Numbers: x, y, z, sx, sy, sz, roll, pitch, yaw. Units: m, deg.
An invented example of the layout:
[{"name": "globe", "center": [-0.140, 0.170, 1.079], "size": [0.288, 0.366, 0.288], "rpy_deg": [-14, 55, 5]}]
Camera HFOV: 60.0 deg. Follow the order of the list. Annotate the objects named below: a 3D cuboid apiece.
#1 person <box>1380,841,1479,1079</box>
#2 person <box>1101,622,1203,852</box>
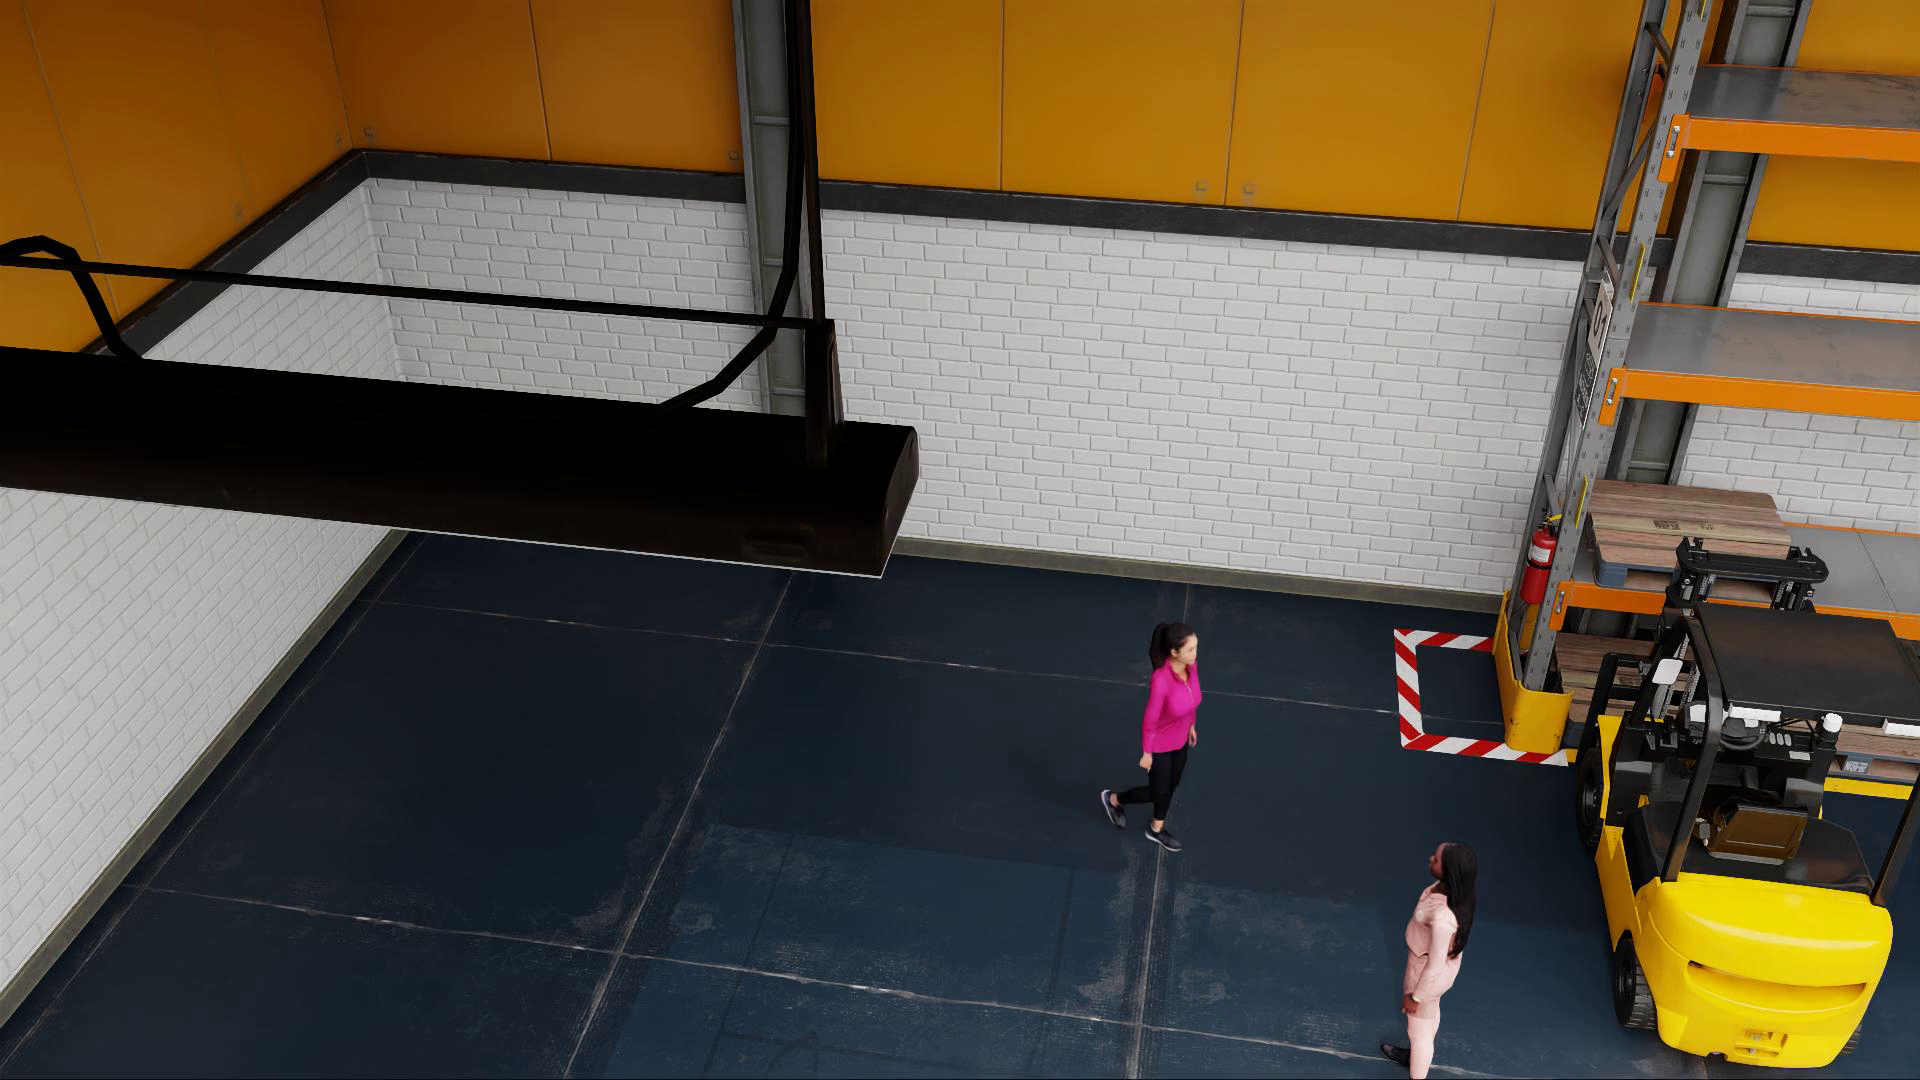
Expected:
[{"name": "person", "center": [2.371, 2.162, 8.366], "size": [0.612, 1.721, 0.666], "rpy_deg": [14, 36, 19]}, {"name": "person", "center": [1.156, 1.156, 9.923], "size": [0.890, 1.684, 0.778], "rpy_deg": [23, 40, 30]}]
